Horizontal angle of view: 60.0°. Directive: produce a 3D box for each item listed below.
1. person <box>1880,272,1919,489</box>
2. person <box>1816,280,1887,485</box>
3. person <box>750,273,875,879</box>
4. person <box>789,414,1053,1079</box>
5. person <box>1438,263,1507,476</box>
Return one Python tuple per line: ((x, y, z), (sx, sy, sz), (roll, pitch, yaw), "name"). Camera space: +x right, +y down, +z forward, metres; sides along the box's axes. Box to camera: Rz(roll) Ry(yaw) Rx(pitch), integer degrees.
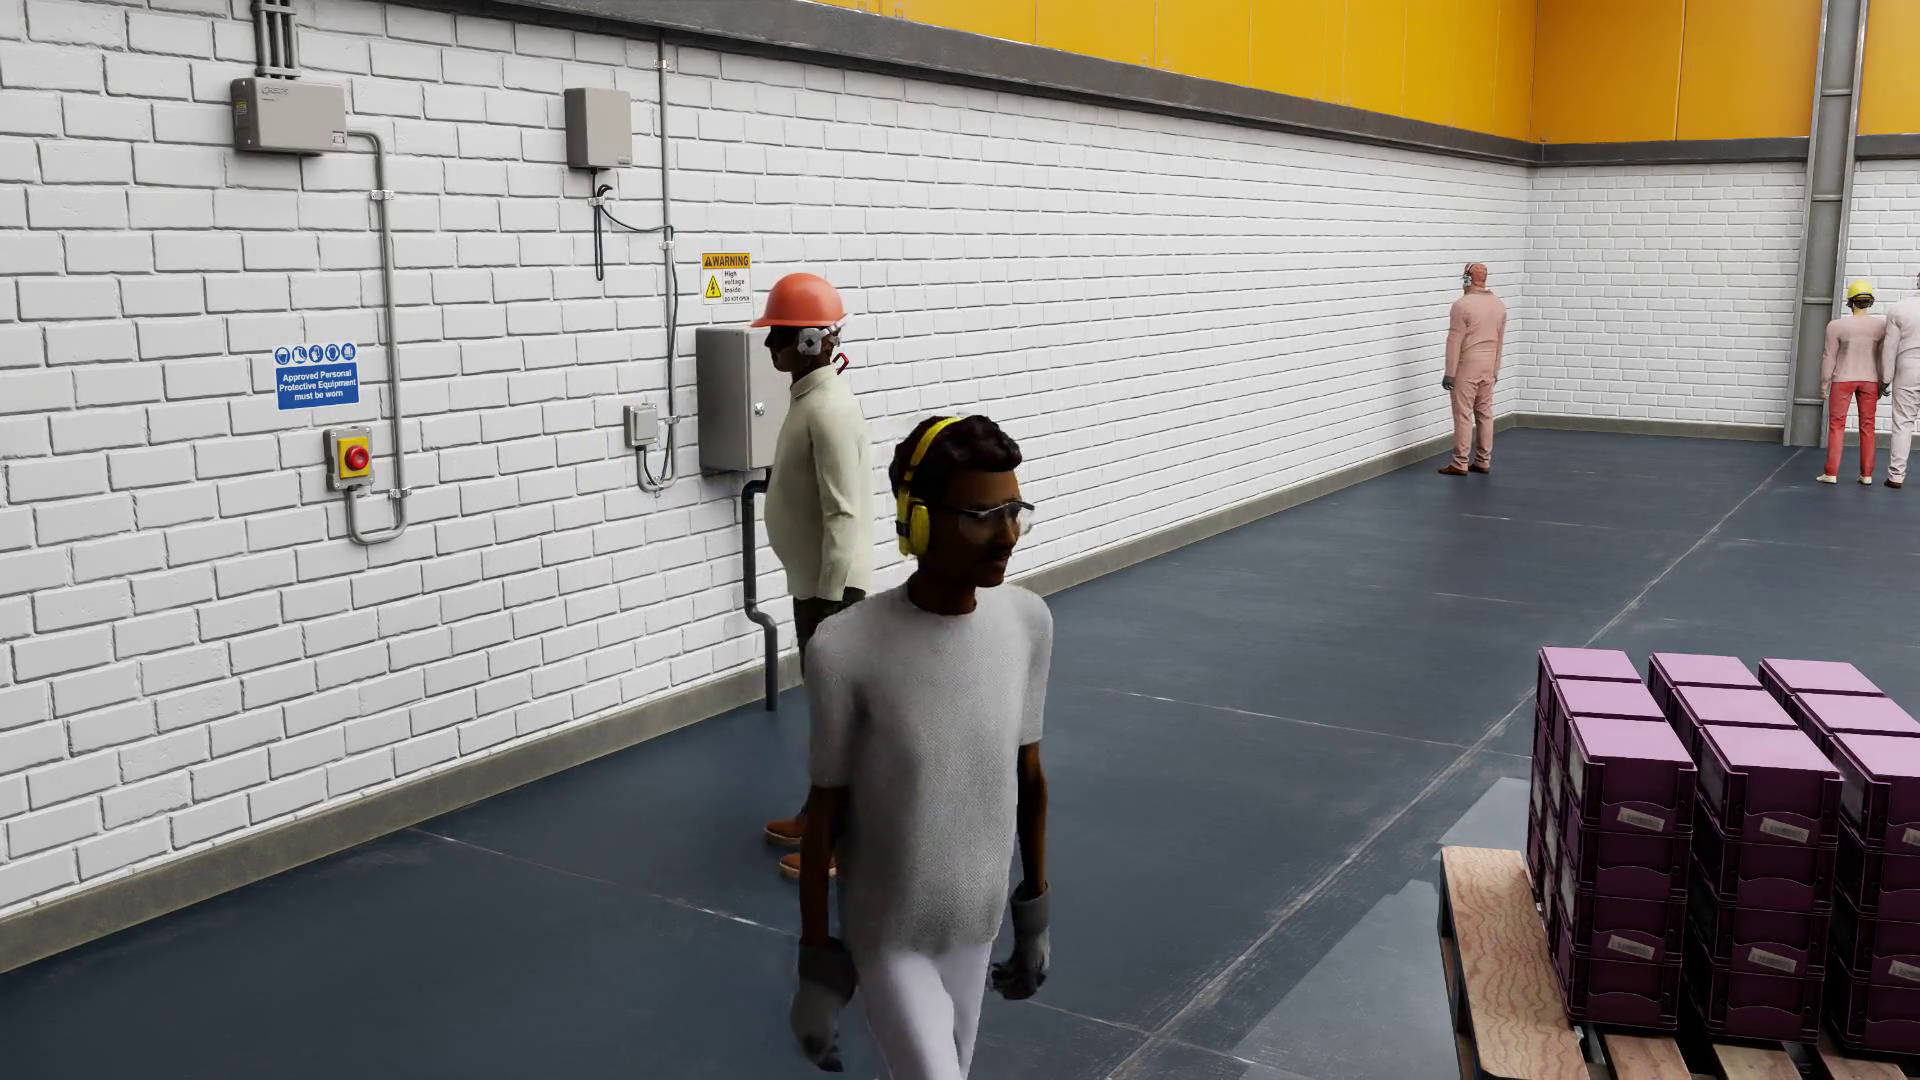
((8.138, -1.373, 14.054), (0.644, 1.905, 0.400), (5, 11, 26), "person")
((7.707, -1.352, 14.354), (0.521, 1.758, 0.349), (2, 10, 11), "person")
((-0.480, 0.122, 5.516), (0.394, 1.994, 0.612), (-2, 10, -12), "person")
((-0.106, 0.670, 2.975), (0.521, 1.841, 0.850), (-9, 13, -39), "person")
((4.583, -1.527, 14.932), (0.636, 1.900, 0.403), (-6, 12, -32), "person")
